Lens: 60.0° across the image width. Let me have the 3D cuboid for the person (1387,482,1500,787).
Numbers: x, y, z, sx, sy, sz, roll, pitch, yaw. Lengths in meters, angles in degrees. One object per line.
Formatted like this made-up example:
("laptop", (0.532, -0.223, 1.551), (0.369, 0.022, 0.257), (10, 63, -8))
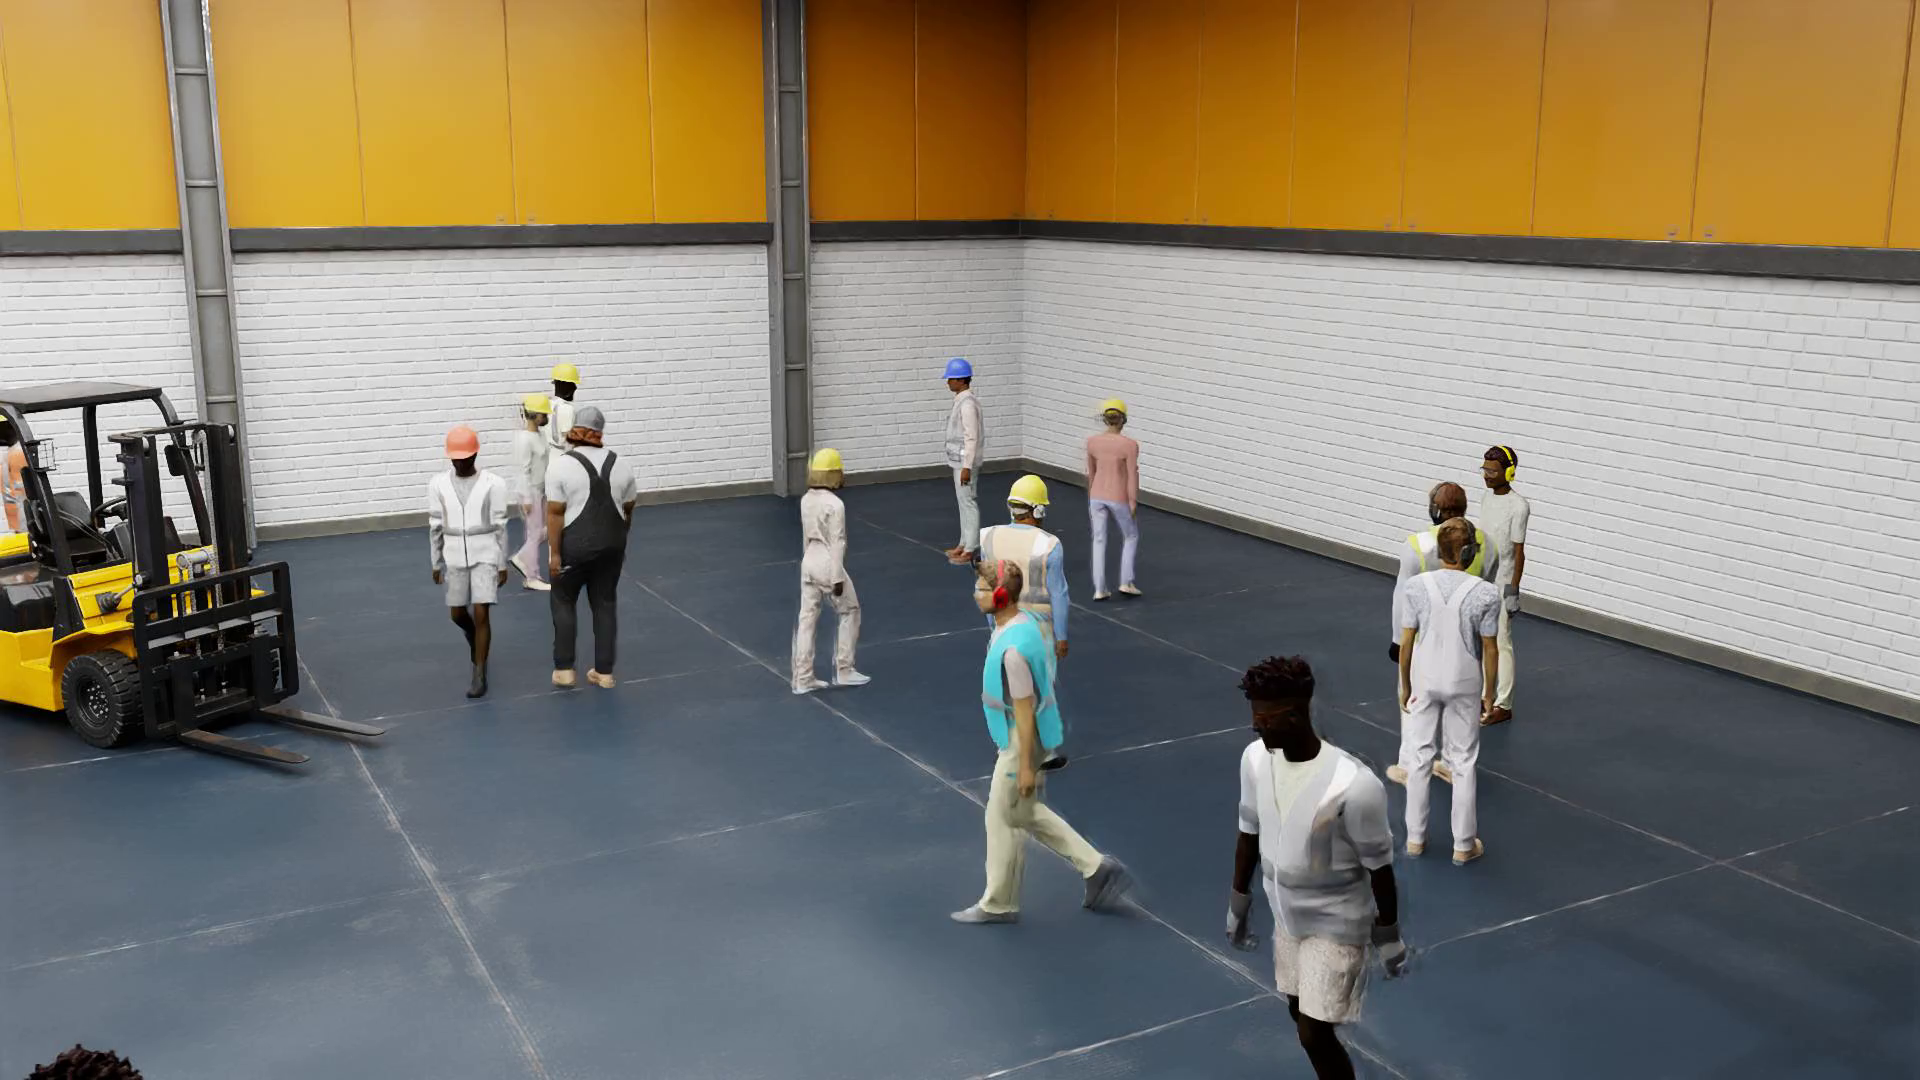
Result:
("person", (2.834, 0.565, 9.824), (0.641, 1.828, 0.429), (-3, 12, -15))

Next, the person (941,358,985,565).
("person", (0.024, -0.739, 15.651), (0.409, 1.943, 0.615), (-1, 12, -5))

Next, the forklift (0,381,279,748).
("forklift", (-5.853, 0.085, 11.199), (2.313, 2.155, 1.214), (7, 14, 28))

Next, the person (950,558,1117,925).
("person", (0.362, 0.971, 7.954), (0.748, 1.821, 0.578), (0, 12, 2))

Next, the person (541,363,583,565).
("person", (-3.678, -0.685, 15.463), (0.392, 1.917, 0.589), (-8, 15, -34))

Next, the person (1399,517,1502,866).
("person", (2.551, 0.792, 8.722), (0.505, 1.840, 0.347), (6, 14, 28))

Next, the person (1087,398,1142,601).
("person", (1.331, -0.350, 14.314), (0.537, 1.738, 0.575), (7, 14, 31))

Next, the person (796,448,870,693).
("person", (-0.905, 0.209, 11.713), (0.678, 1.715, 0.504), (-10, 16, -39))

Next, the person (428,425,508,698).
("person", (-3.459, 0.112, 11.779), (0.562, 1.899, 0.789), (0, 12, -2))

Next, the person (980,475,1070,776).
("person", (0.414, 0.514, 10.055), (0.587, 1.828, 0.404), (8, 15, 34))

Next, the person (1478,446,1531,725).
("person", (3.542, 0.293, 11.026), (0.334, 1.860, 0.509), (-3, 12, -13))

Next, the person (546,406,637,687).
("person", (-2.632, 0.020, 11.867), (0.723, 2.000, 0.591), (-9, 15, -37))

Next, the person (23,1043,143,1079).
("person", (-1.618, 1.898, 3.239), (0.603, 1.966, 0.368), (-9, 15, -36))

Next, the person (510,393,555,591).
("person", (-3.732, -0.422, 14.612), (0.413, 1.745, 0.548), (1, 12, 5))

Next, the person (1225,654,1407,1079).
("person", (1.266, 1.336, 5.965), (0.554, 1.922, 0.621), (-7, 14, -30))
